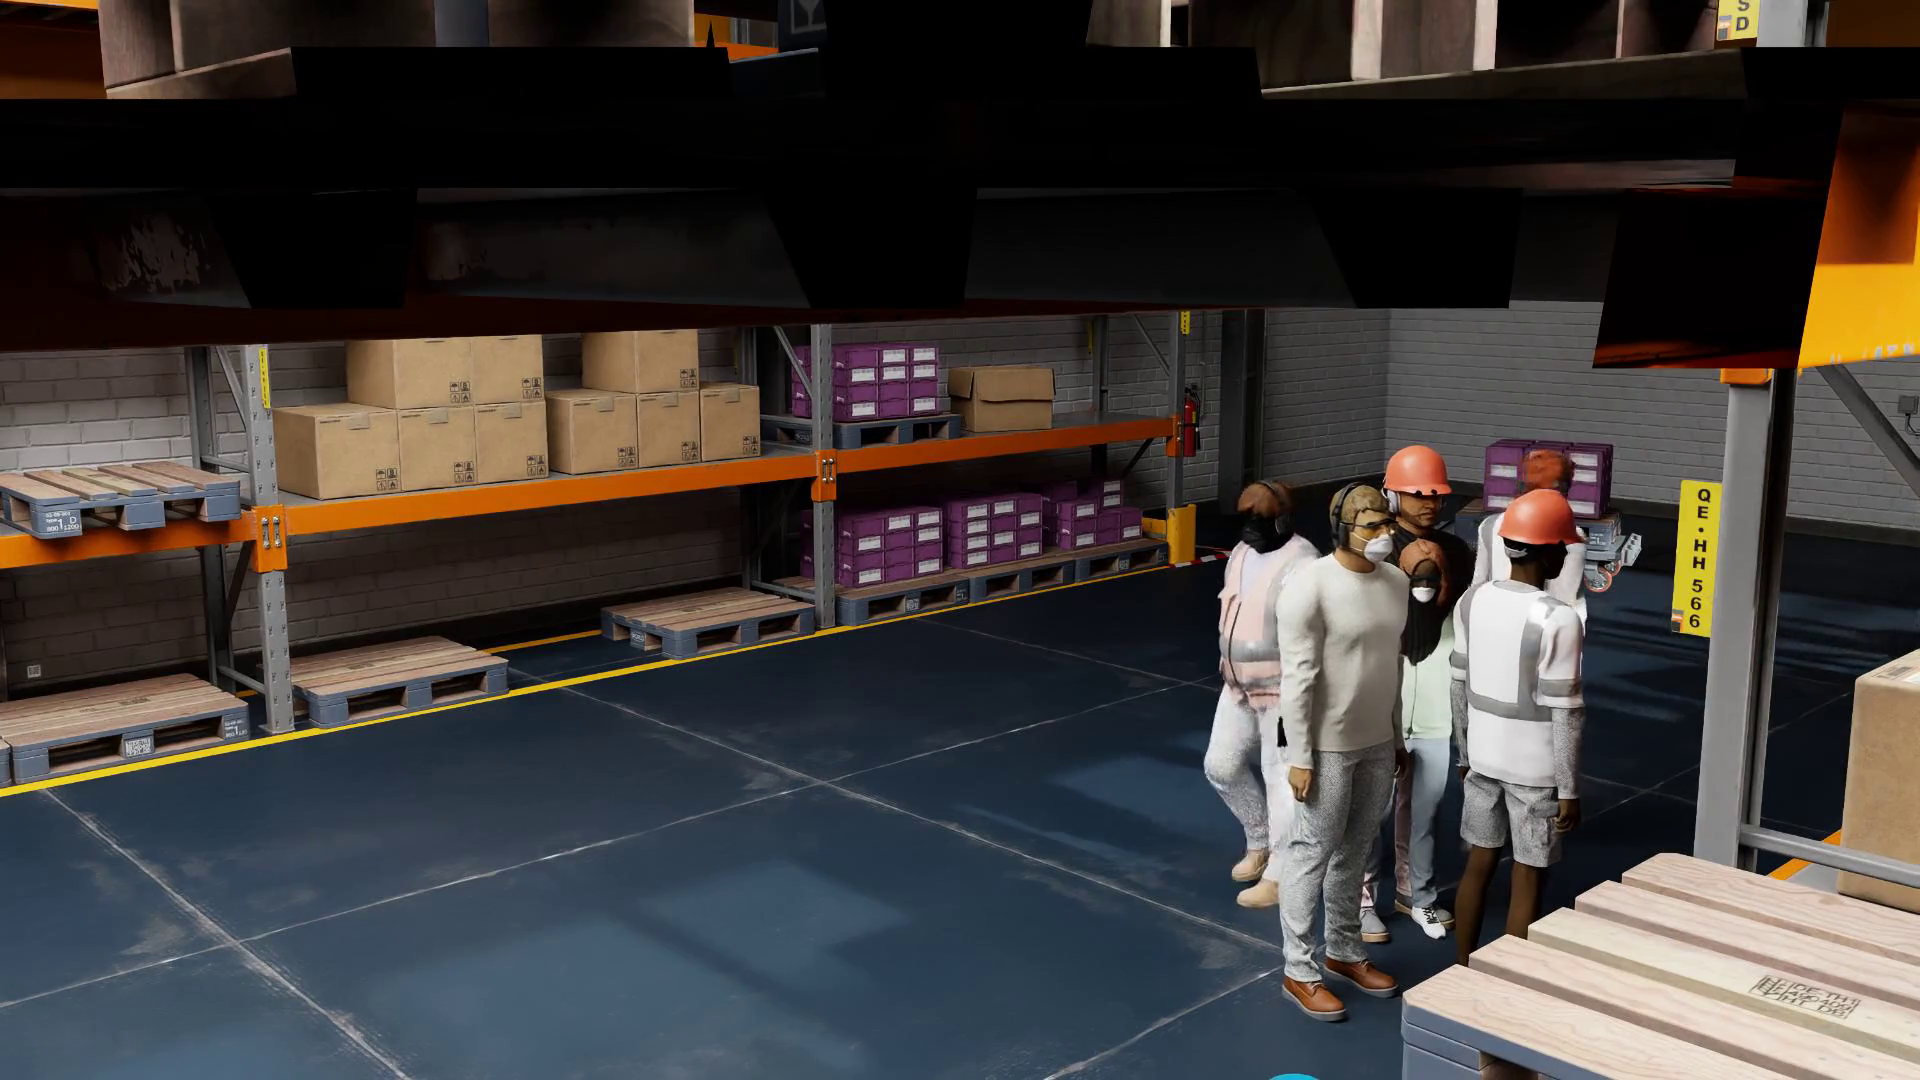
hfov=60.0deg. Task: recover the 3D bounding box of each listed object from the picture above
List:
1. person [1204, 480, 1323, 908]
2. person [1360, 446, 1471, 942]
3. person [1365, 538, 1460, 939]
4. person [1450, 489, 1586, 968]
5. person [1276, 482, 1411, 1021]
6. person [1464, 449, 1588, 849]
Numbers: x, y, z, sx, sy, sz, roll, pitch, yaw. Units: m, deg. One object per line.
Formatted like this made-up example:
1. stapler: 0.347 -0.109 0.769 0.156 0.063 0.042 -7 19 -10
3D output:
1. person: 1.303 0.647 7.002 0.432 1.818 0.633 -5 11 -27
2. person: 1.791 0.610 6.702 0.611 1.995 0.380 -4 10 -22
3. person: 1.806 0.795 6.673 0.499 1.633 0.282 0 10 3
4. person: 1.983 0.781 5.870 0.359 1.936 0.552 -5 11 -27
5. person: 1.409 0.749 6.053 0.627 1.941 0.371 -7 12 -37
6. person: 2.602 0.514 7.649 0.590 1.860 0.711 -7 12 -35
